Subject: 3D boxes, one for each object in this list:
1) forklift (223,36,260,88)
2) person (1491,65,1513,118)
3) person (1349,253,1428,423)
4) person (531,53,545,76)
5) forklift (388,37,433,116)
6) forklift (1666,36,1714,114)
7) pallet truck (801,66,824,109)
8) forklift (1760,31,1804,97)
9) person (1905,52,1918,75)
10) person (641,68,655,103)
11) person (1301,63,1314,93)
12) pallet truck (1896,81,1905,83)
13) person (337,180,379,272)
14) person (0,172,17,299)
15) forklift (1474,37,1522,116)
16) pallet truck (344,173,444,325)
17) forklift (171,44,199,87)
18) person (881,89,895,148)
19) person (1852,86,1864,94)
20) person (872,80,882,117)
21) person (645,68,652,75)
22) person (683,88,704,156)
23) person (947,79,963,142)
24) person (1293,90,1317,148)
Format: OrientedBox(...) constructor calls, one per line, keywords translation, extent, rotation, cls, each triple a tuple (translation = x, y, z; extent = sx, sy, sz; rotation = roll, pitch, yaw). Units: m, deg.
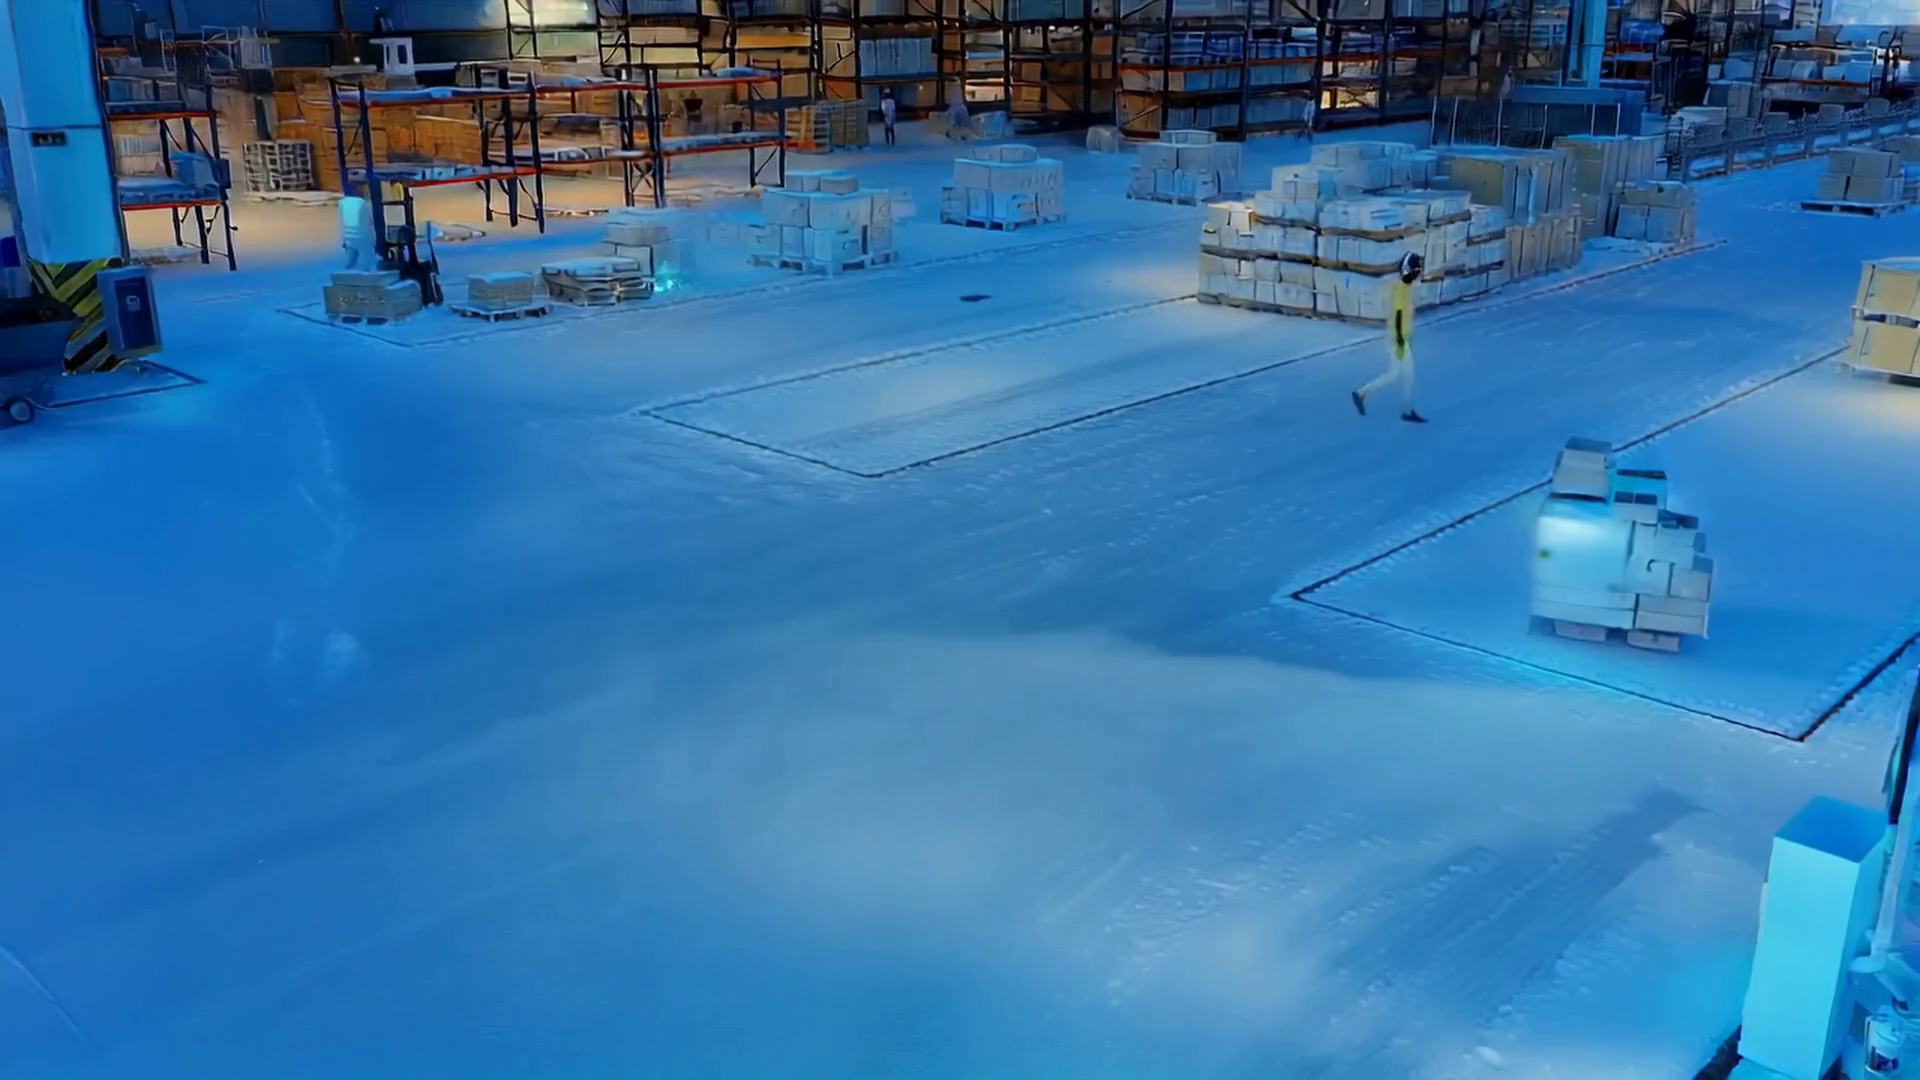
OrientedBox(translation=(-26.428, -17.328, 61.989), extent=(1.129, 2.768, 1.873), rotation=(17, 25, 41), cls="forklift")
OrientedBox(translation=(19.745, -16.238, 60.286), extent=(0.770, 1.868, 0.659), rotation=(5, 19, 16), cls="person")
OrientedBox(translation=(4.700, -2.182, 17.975), extent=(0.782, 1.852, 0.523), rotation=(10, 21, 27), cls="person")
OrientedBox(translation=(-17.347, -18.931, 68.200), extent=(0.622, 1.993, 0.382), rotation=(-4, 19, -12), cls="person")
OrientedBox(translation=(-20.224, -16.850, 60.550), extent=(1.129, 2.768, 1.873), rotation=(9, 20, 26), cls="forklift")
OrientedBox(translation=(27.341, -17.291, 61.877), extent=(1.129, 2.768, 1.873), rotation=(17, 25, 41), cls="forklift")
OrientedBox(translation=(-4.812, -15.182, 56.903), extent=(0.823, 1.965, 1.885), rotation=(-9, 21, -26), cls="pallet truck")
OrientedBox(translation=(35.462, -20.301, 70.947), extent=(1.129, 2.768, 1.873), rotation=(-10, 21, -27), cls="forklift")
OrientedBox(translation=(43.889, -21.618, 76.719), extent=(0.516, 1.709, 0.479), rotation=(-14, 23, -35), cls="person")
OrientedBox(translation=(-10.941, -15.620, 58.371), extent=(0.643, 1.916, 0.903), rotation=(-15, 23, -38), cls="person")
OrientedBox(translation=(14.347, -18.994, 68.660), extent=(0.566, 1.827, 0.690), rotation=(-13, 22, -34), cls="person")
OrientedBox(translation=(34.802, -16.331, 61.455), extent=(0.653, 1.274, 1.630), rotation=(17, 25, 41), cls="pallet truck")
OrientedBox(translation=(-8.970, -4.439, 24.801), extent=(0.647, 1.827, 0.583), rotation=(5, 19, 15), cls="person")
OrientedBox(translation=(-14.330, -4.546, 24.867), extent=(0.612, 1.991, 0.392), rotation=(5, 19, 15), cls="person")
OrientedBox(translation=(20.061, -16.955, 60.864), extent=(1.873, 2.768, 1.129), rotation=(17, 25, 41), cls="forklift")
OrientedBox(translation=(-8.209, -4.181, 23.757), extent=(0.823, 1.965, 1.885), rotation=(3, 19, 9), cls="pallet truck")
OrientedBox(translation=(-24.593, -14.348, 53.009), extent=(1.129, 2.768, 1.873), rotation=(17, 25, 41), cls="forklift")
OrientedBox(translation=(-2.128, -12.436, 49.095), extent=(0.318, 1.700, 0.534), rotation=(16, 24, 40), cls="person")
OrientedBox(translation=(32.625, -16.192, 60.413), extent=(0.533, 1.697, 0.322), rotation=(-6, 19, -18), cls="person")
OrientedBox(translation=(-3.184, -16.465, 60.917), extent=(0.623, 1.913, 1.024), rotation=(13, 23, 35), cls="person")
OrientedBox(translation=(-12.119, -17.629, 64.904), extent=(0.855, 1.592, 0.533), rotation=(-14, 23, -35), cls="person")
OrientedBox(translation=(-7.482, -11.755, 46.793), extent=(0.618, 1.863, 1.026), rotation=(-7, 19, -19), cls="person")
OrientedBox(translation=(-0.109, -13.140, 50.934), extent=(0.438, 1.884, 0.710), rotation=(-1, 18, -5), cls="person")
OrientedBox(translation=(10.231, -12.456, 49.173), extent=(0.605, 1.680, 0.546), rotation=(2, 18, 6), cls="person")
